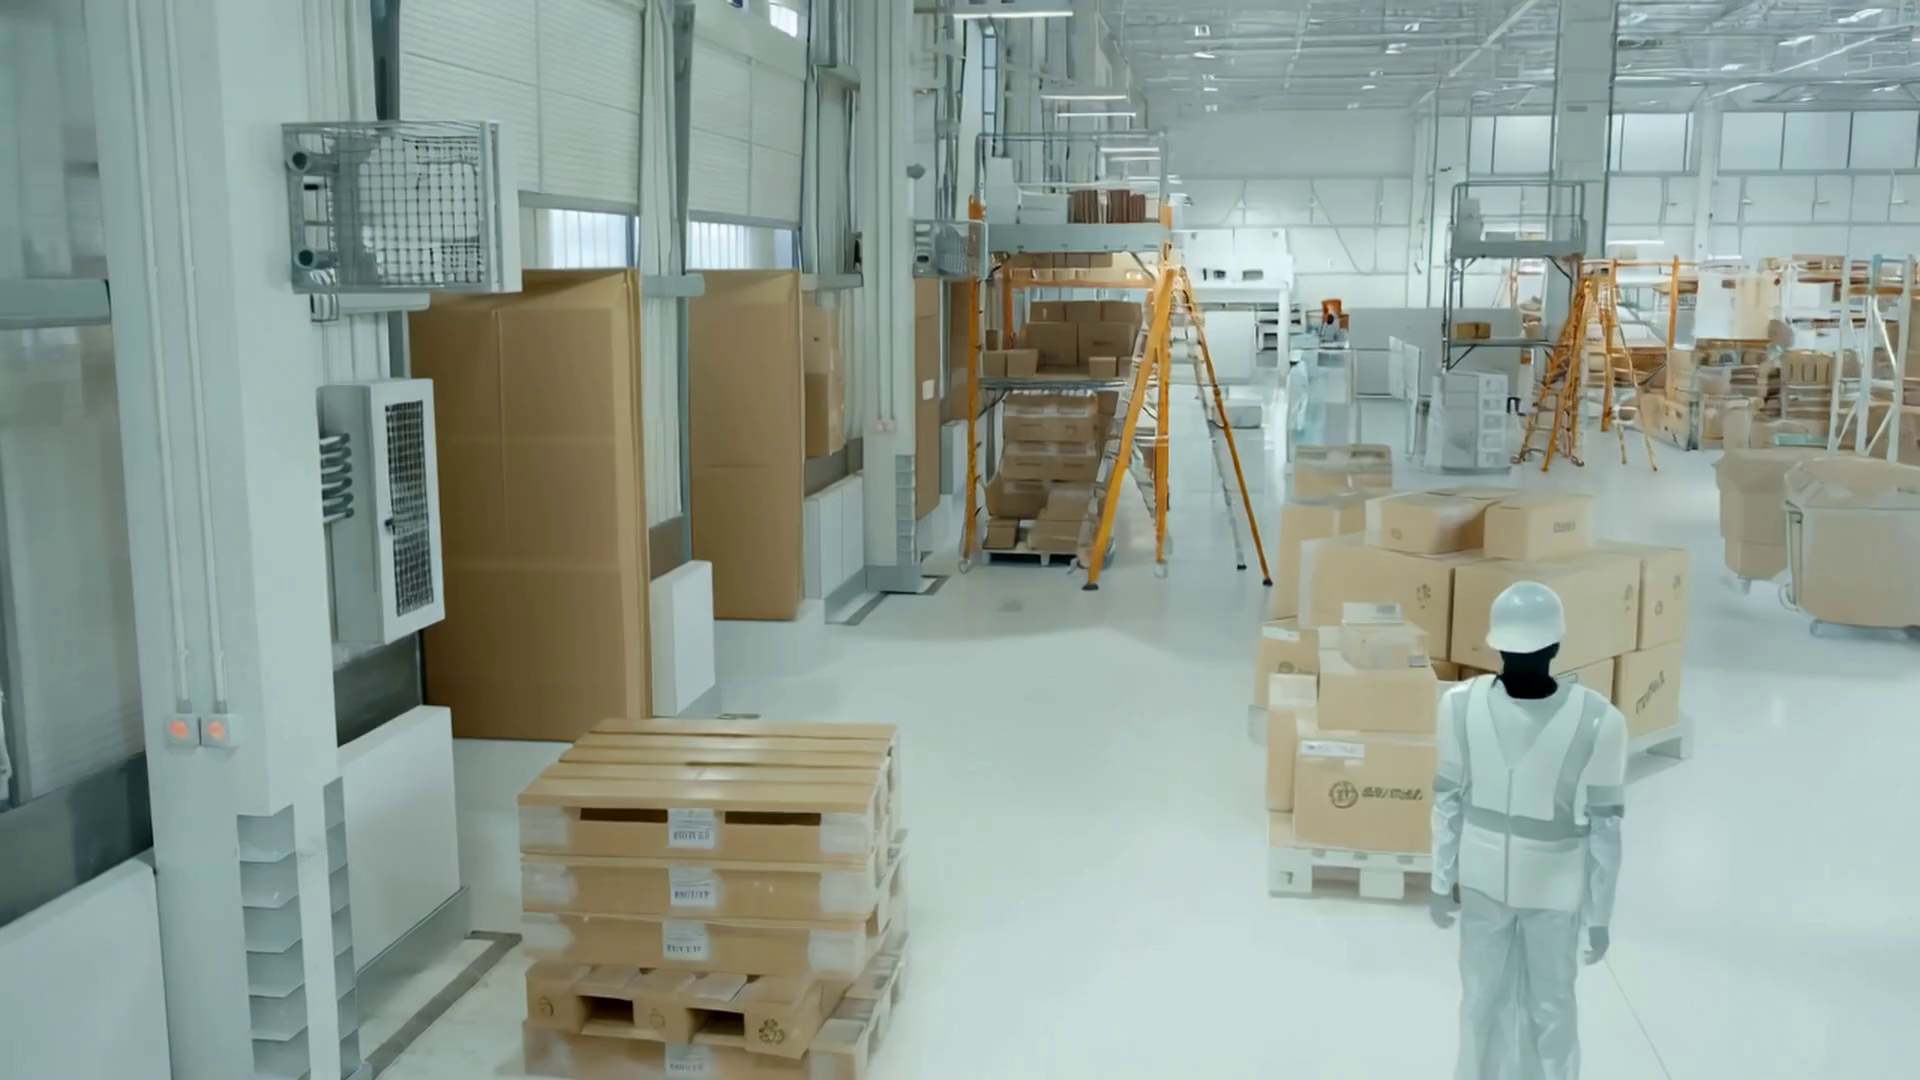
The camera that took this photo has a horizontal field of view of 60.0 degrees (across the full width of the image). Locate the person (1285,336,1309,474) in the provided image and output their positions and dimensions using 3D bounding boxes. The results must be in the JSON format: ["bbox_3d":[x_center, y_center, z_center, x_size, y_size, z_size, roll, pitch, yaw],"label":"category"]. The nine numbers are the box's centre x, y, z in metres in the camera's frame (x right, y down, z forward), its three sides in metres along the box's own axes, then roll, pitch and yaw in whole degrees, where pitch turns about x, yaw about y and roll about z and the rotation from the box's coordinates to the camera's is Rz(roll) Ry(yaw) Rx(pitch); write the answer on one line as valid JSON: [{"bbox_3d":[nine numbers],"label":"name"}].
[{"bbox_3d":[4.698,-1.897,23.372,0.358,1.937,0.544,-1,9,-7],"label":"person"}]

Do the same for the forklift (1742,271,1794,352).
[{"bbox_3d":[22.986,-6.356,47.964,1.873,2.768,1.129,-3,10,-17],"label":"forklift"}]

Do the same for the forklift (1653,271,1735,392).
[{"bbox_3d":[17.353,-4.868,38.786,1.873,2.768,1.129,1,9,9],"label":"forklift"}]

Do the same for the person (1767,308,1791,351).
[{"bbox_3d":[20.142,-4.729,40.874,0.636,1.920,0.651,-1,9,-7],"label":"person"}]

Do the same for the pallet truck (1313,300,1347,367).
[{"bbox_3d":[11.159,-6.200,49.718,0.823,1.965,1.885,4,10,26],"label":"pallet truck"}]

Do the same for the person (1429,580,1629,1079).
[{"bbox_3d":[1.735,1.065,5.165,0.588,1.919,0.396,7,12,37],"label":"person"}]

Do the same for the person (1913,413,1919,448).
[{"bbox_3d":[15.602,-2.334,26.699,0.347,1.736,0.484,9,13,43],"label":"person"}]
